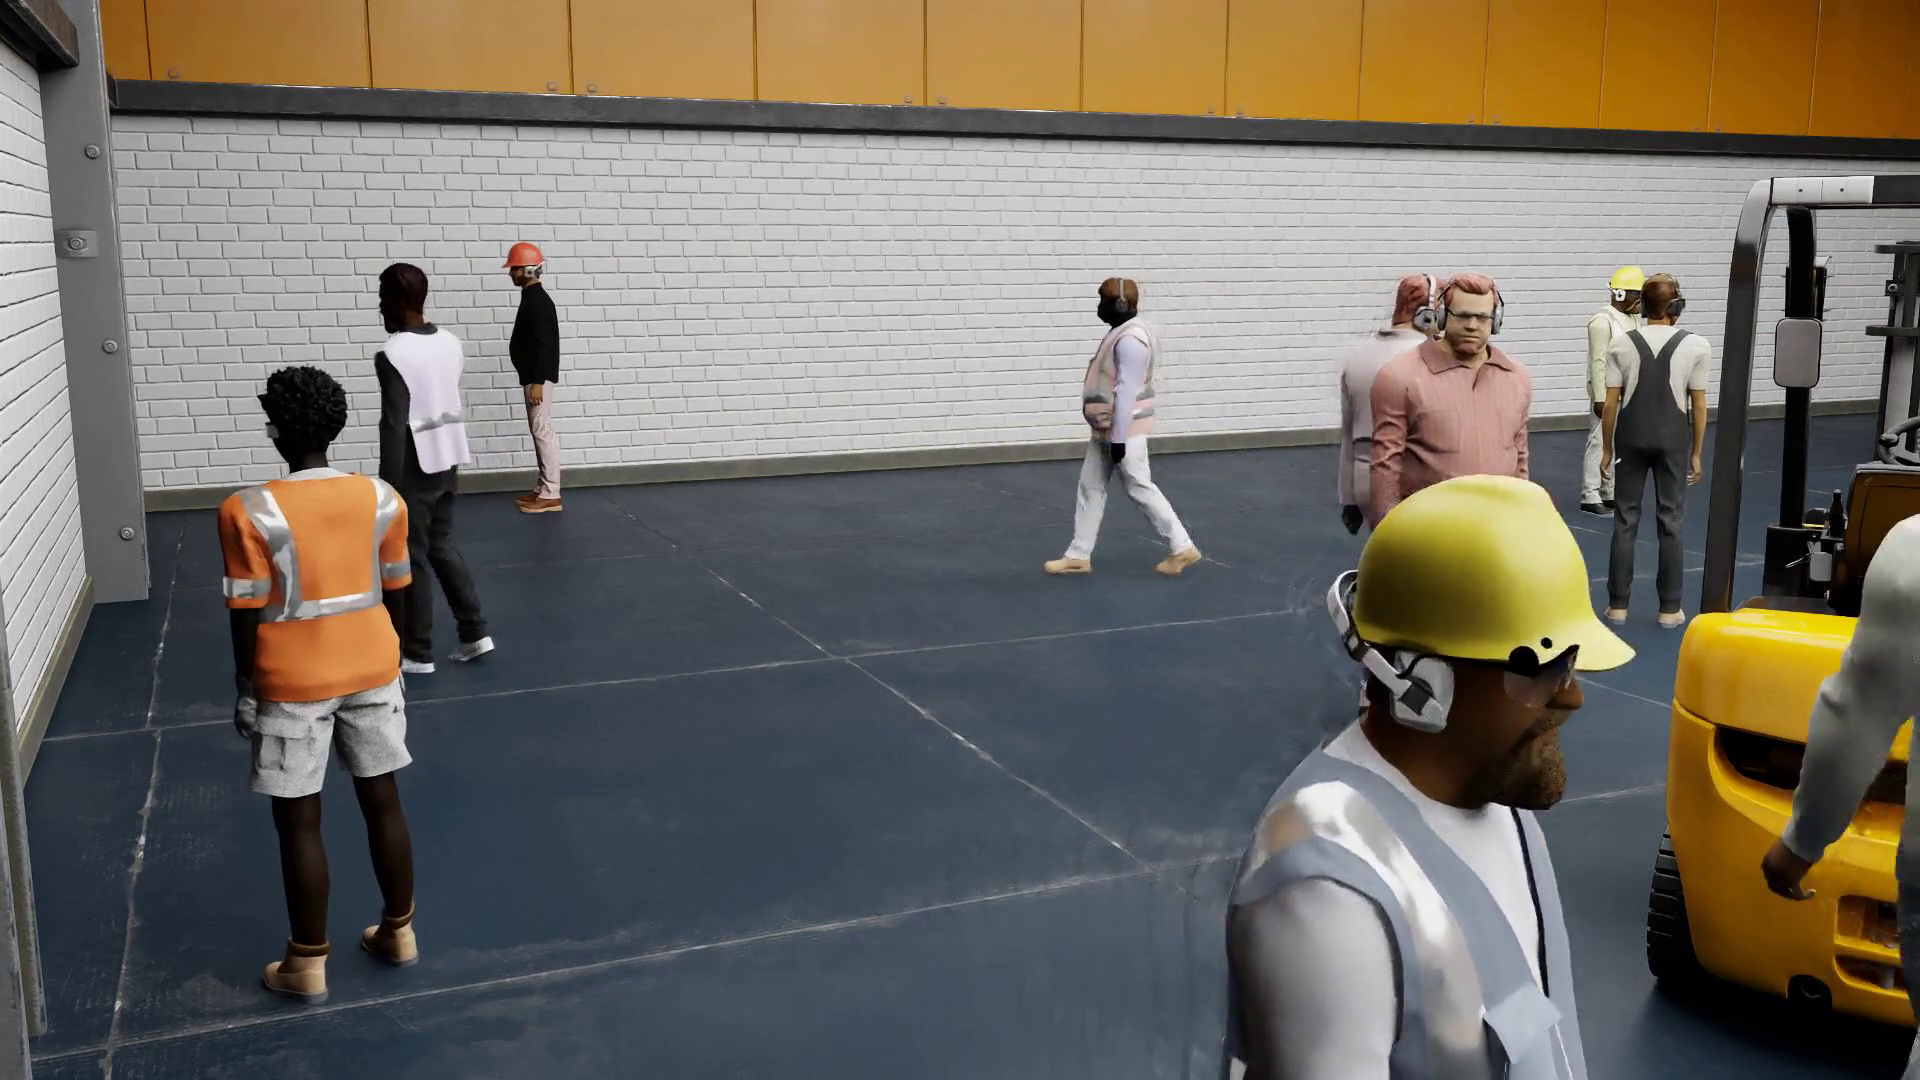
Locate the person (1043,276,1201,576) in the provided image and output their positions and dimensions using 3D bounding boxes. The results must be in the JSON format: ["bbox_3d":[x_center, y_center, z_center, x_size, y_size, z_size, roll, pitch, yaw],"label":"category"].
[{"bbox_3d":[1.015,-0.669,9.950,0.930,1.808,0.634,0,10,-2],"label":"person"}]

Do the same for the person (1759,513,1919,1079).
[{"bbox_3d":[1.778,0.562,2.961,0.622,1.880,1.025,-3,11,-14],"label":"person"}]

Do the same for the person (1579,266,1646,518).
[{"bbox_3d":[4.792,-1.078,12.152,0.595,1.825,0.403,-9,14,-40],"label":"person"}]

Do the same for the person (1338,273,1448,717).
[{"bbox_3d":[1.906,-0.168,6.979,0.551,1.878,0.644,-3,11,-17],"label":"person"}]

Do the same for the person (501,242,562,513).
[{"bbox_3d":[-3.168,-1.202,12.356,0.393,1.991,0.626,-3,11,-17],"label":"person"}]

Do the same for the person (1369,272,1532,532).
[{"bbox_3d":[1.802,-0.016,6.076,0.636,1.903,0.404,-2,11,-13],"label":"person"}]

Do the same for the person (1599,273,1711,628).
[{"bbox_3d":[3.603,-0.459,8.678,0.505,1.842,0.347,5,11,25],"label":"person"}]

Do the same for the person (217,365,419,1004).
[{"bbox_3d":[-1.708,0.380,4.486,0.321,1.690,0.527,8,13,38],"label":"person"}]

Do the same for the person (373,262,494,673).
[{"bbox_3d":[-2.512,-0.319,7.740,0.431,1.928,0.601,2,11,13],"label":"person"}]

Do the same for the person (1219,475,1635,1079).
[{"bbox_3d":[0.472,0.803,1.897,0.950,1.787,0.611,7,13,36],"label":"person"}]

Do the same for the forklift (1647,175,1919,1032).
[{"bbox_3d":[2.810,0.094,4.662,1.214,2.155,2.313,7,12,34],"label":"forklift"}]
